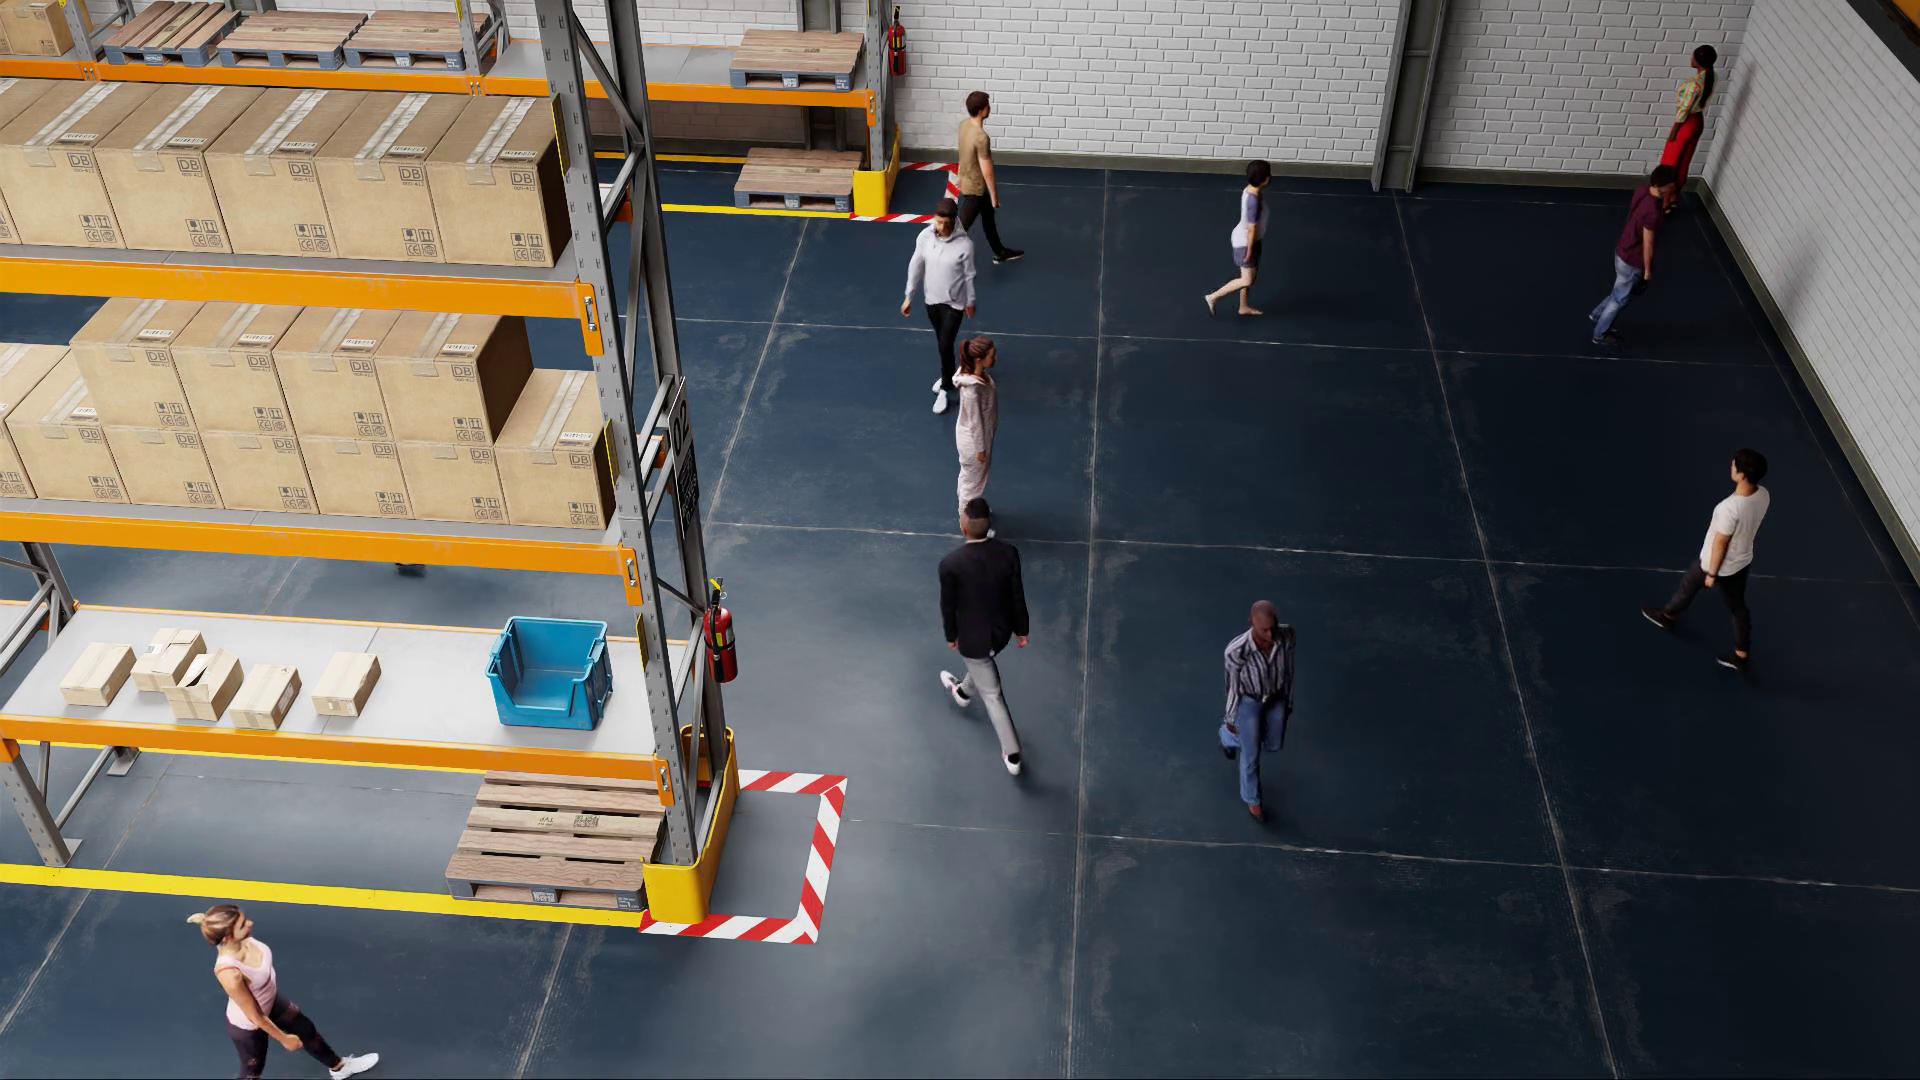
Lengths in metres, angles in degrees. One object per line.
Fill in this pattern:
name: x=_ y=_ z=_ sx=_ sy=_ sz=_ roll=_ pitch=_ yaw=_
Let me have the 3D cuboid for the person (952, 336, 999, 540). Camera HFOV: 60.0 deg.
person: x=0.096 y=-0.788 z=12.459 sx=0.617 sy=1.693 sz=0.667 roll=-2 pitch=39 yaw=-3

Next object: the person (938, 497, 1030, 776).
person: x=0.208 y=0.643 z=10.509 sx=1.300 sy=1.889 sz=1.216 roll=-15 pitch=41 yaw=-18

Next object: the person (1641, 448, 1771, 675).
person: x=5.256 y=0.175 z=11.268 sx=1.167 sy=1.673 sz=1.128 roll=-19 pitch=42 yaw=-22

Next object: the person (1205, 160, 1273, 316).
person: x=2.527 y=-2.687 z=14.948 sx=0.784 sy=1.554 sz=0.578 roll=1 pitch=39 yaw=2

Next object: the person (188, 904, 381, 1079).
person: x=-3.680 y=2.436 z=8.486 sx=0.992 sy=1.613 sz=0.707 roll=-5 pitch=39 yaw=-6

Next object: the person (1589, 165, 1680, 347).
person: x=5.846 y=-2.498 z=14.497 sx=0.685 sy=1.820 sz=0.771 roll=-1 pitch=39 yaw=-1

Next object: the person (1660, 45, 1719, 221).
person: x=7.178 y=-4.023 z=16.428 sx=0.665 sy=1.795 sz=0.731 roll=-26 pitch=45 yaw=-29

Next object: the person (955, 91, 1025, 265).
person: x=0.044 y=-3.244 z=15.446 sx=1.343 sy=1.804 sz=1.034 roll=-12 pitch=40 yaw=-15

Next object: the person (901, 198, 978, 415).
person: x=-0.077 y=-2.057 z=13.884 sx=0.936 sy=1.897 sz=0.974 roll=22 pitch=44 yaw=25

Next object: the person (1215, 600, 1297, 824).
person: x=1.754 y=0.975 z=10.193 sx=0.913 sy=1.766 sz=0.946 roll=-19 pitch=42 yaw=-22
